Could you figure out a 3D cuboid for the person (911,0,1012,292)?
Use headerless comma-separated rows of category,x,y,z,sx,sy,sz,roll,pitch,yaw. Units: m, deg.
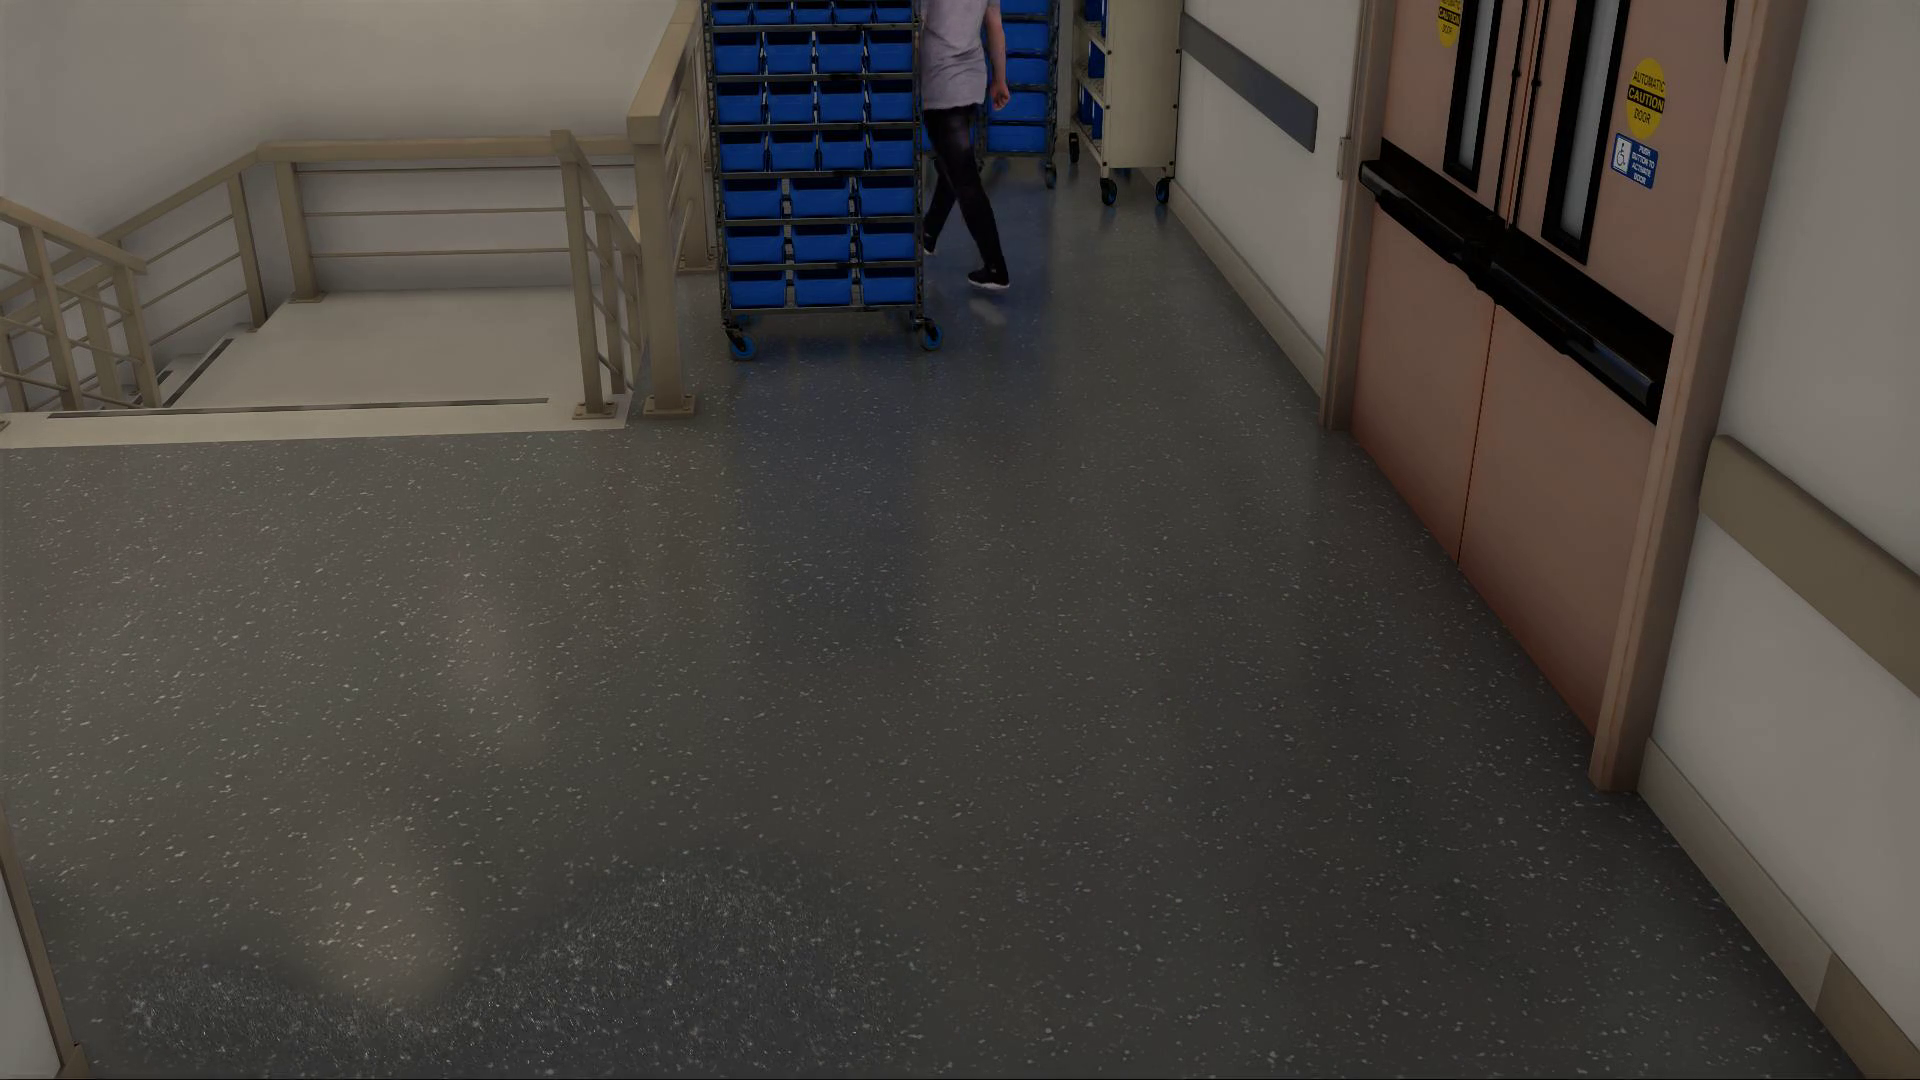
person,0.011,-2.008,7.647,1.167,1.777,1.285,-20,32,-36
